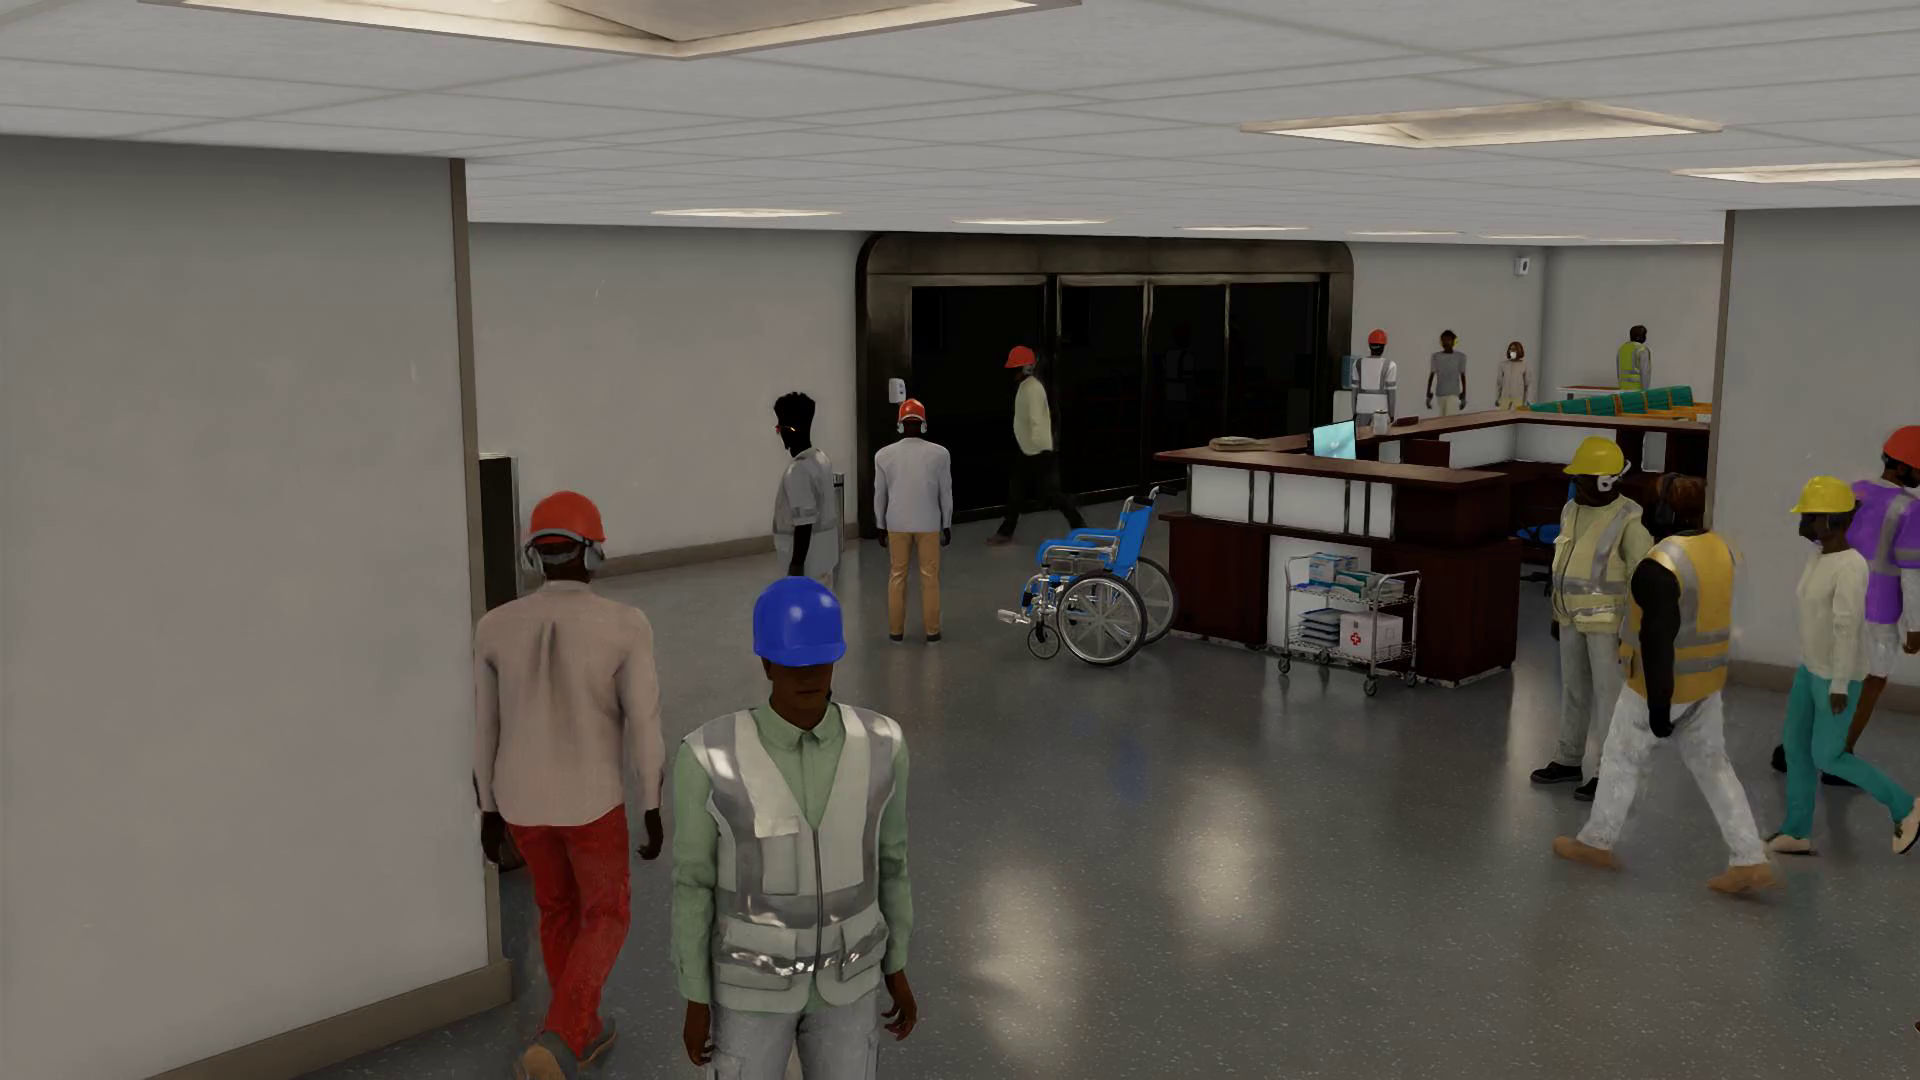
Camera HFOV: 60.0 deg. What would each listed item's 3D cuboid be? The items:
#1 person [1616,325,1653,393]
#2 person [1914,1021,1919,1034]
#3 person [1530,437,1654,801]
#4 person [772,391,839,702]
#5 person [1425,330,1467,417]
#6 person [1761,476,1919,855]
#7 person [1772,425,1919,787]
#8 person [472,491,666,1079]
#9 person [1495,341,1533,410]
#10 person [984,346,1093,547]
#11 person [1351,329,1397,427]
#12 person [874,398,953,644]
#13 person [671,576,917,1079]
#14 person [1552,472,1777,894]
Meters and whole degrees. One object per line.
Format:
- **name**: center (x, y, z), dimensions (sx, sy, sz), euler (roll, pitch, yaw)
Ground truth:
- **person**: center (9.856, -2.213, 24.290), dimensions (0.429, 1.844, 0.626), euler (-3, 10, -17)
- **person**: center (3.547, 0.811, 5.658), dimensions (0.508, 1.872, 0.328), euler (-9, 13, -43)
- **person**: center (3.181, 0.392, 8.359), dimensions (0.404, 1.828, 0.592), euler (-3, 10, -19)
- **person**: center (-0.888, 0.131, 9.535), dimensions (0.371, 1.963, 0.608), euler (1, 9, 8)
- **person**: center (6.832, -2.042, 23.312), dimensions (0.522, 1.831, 0.940), euler (5, 11, 28)
- **person**: center (3.944, 0.585, 7.401), dimensions (0.626, 1.745, 0.541), euler (1, 9, 7)
- **person**: center (4.610, 0.334, 8.541), dimensions (0.458, 1.883, 0.723), euler (-3, 10, -19)
- **person**: center (-1.263, 0.838, 5.257), dimensions (0.634, 1.952, 0.810), euler (1, 9, 8)
- **person**: center (7.854, -2.002, 23.629), dimensions (0.498, 1.634, 0.280), euler (6, 11, 33)
- **person**: center (0.768, -0.891, 15.907), dimensions (1.004, 1.943, 0.665), euler (-2, 10, -14)
- **person**: center (5.010, -1.578, 20.141), dimensions (0.546, 1.930, 0.385), euler (6, 11, 32)
- **person**: center (-0.328, -0.131, 11.816), dimensions (0.564, 1.743, 0.352), euler (1, 9, 4)
- **person**: center (-0.389, 1.042, 3.997), dimensions (0.603, 1.949, 0.389), euler (-4, 10, -23)
- **person**: center (3.100, 0.609, 7.132), dimensions (0.625, 1.804, 0.932), euler (-7, 11, -35)
